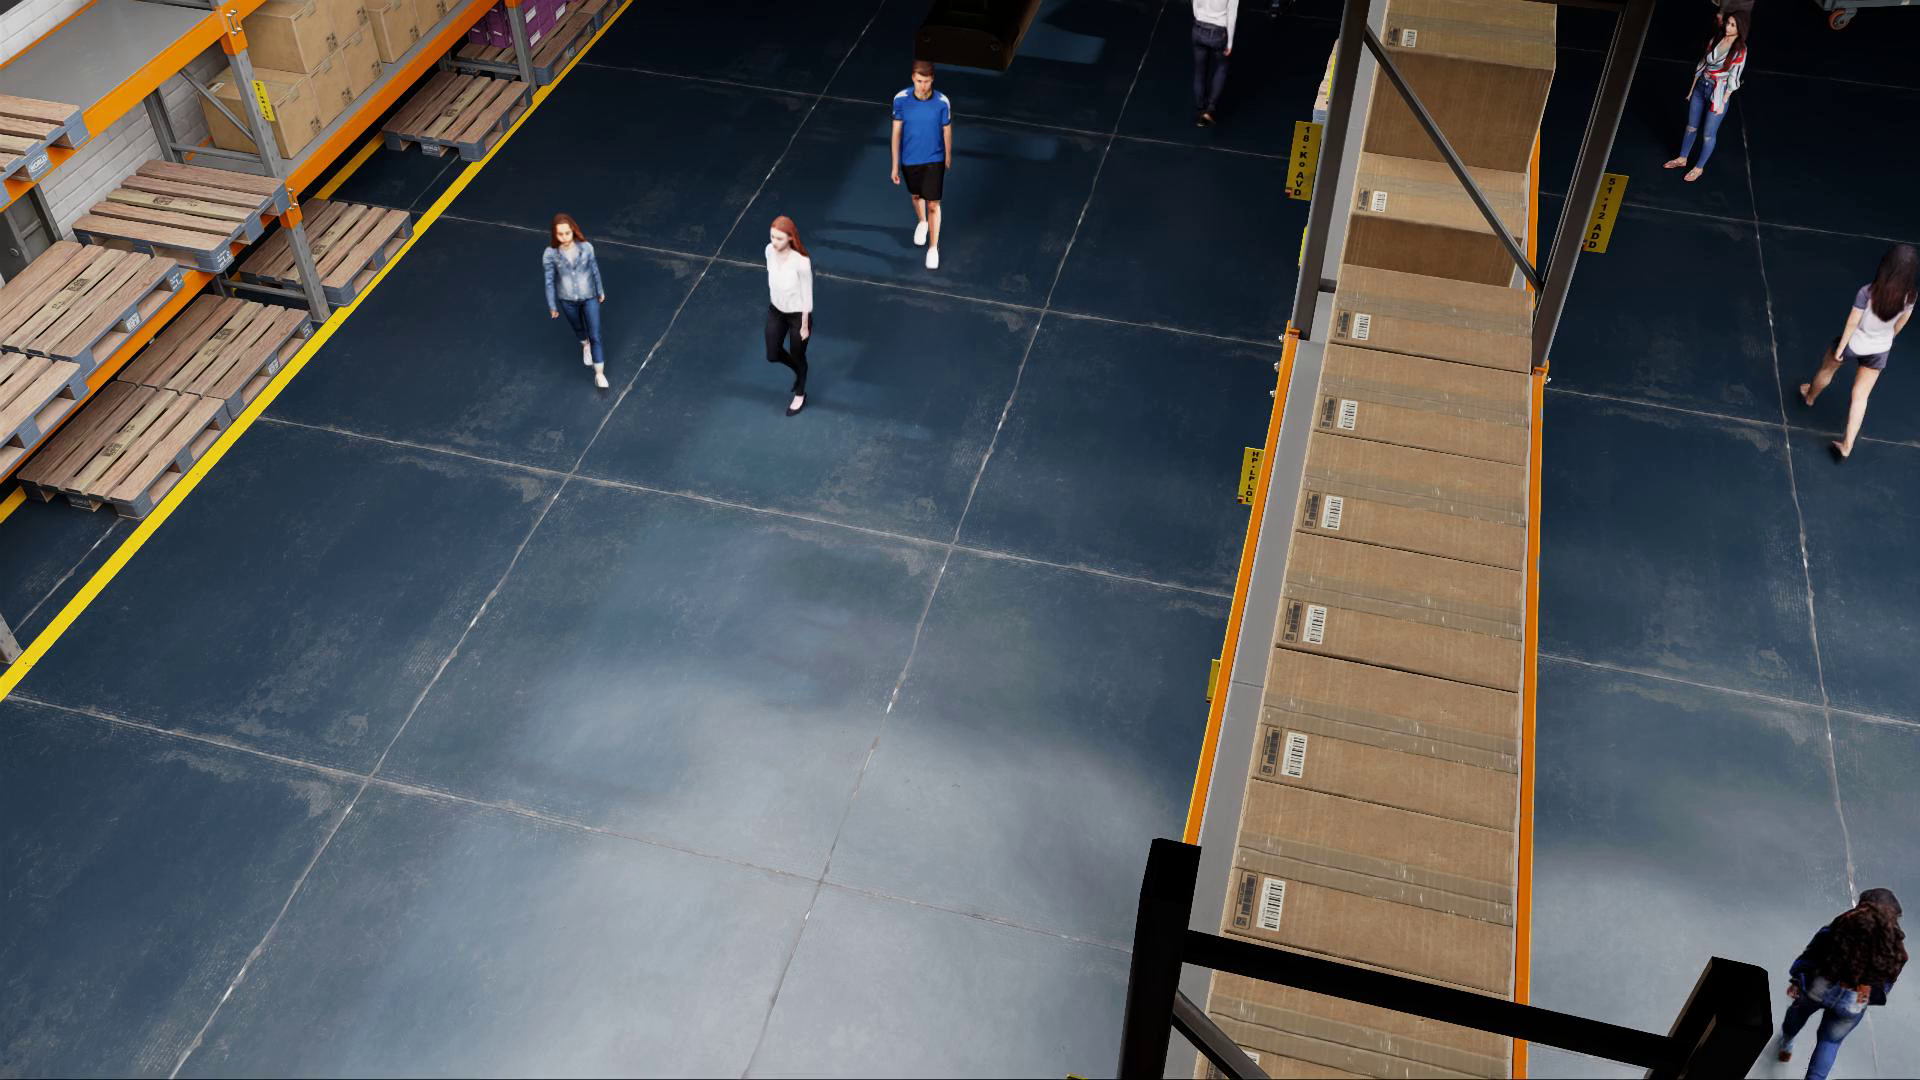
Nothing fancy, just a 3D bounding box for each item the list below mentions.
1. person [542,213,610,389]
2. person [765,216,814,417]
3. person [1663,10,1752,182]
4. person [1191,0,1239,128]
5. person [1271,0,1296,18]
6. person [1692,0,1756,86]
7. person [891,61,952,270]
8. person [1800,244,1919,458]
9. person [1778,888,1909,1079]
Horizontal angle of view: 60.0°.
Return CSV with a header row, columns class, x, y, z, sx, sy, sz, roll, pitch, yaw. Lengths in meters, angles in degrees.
class,x,y,z,sx,sy,sz,roll,pitch,yaw
person,-3.013,-1.949,13.079,0.882,1.449,1.049,-10,45,-11
person,-1.230,-1.720,12.621,0.689,1.749,0.736,24,48,23
person,6.874,-4.073,15.189,0.714,1.614,0.656,-22,48,-22
person,2.345,-4.741,15.716,0.647,1.854,0.730,17,46,17
person,3.474,-6.128,17.648,0.619,1.197,0.876,18,47,18
person,7.619,-5.141,16.208,0.925,1.755,0.982,-12,45,-12
person,-0.318,-3.325,14.245,0.746,1.832,1.081,5,44,5
person,6.722,-1.377,12.327,0.756,1.657,1.170,3,44,3
person,4.433,2.362,8.445,0.768,1.598,1.026,20,47,20
